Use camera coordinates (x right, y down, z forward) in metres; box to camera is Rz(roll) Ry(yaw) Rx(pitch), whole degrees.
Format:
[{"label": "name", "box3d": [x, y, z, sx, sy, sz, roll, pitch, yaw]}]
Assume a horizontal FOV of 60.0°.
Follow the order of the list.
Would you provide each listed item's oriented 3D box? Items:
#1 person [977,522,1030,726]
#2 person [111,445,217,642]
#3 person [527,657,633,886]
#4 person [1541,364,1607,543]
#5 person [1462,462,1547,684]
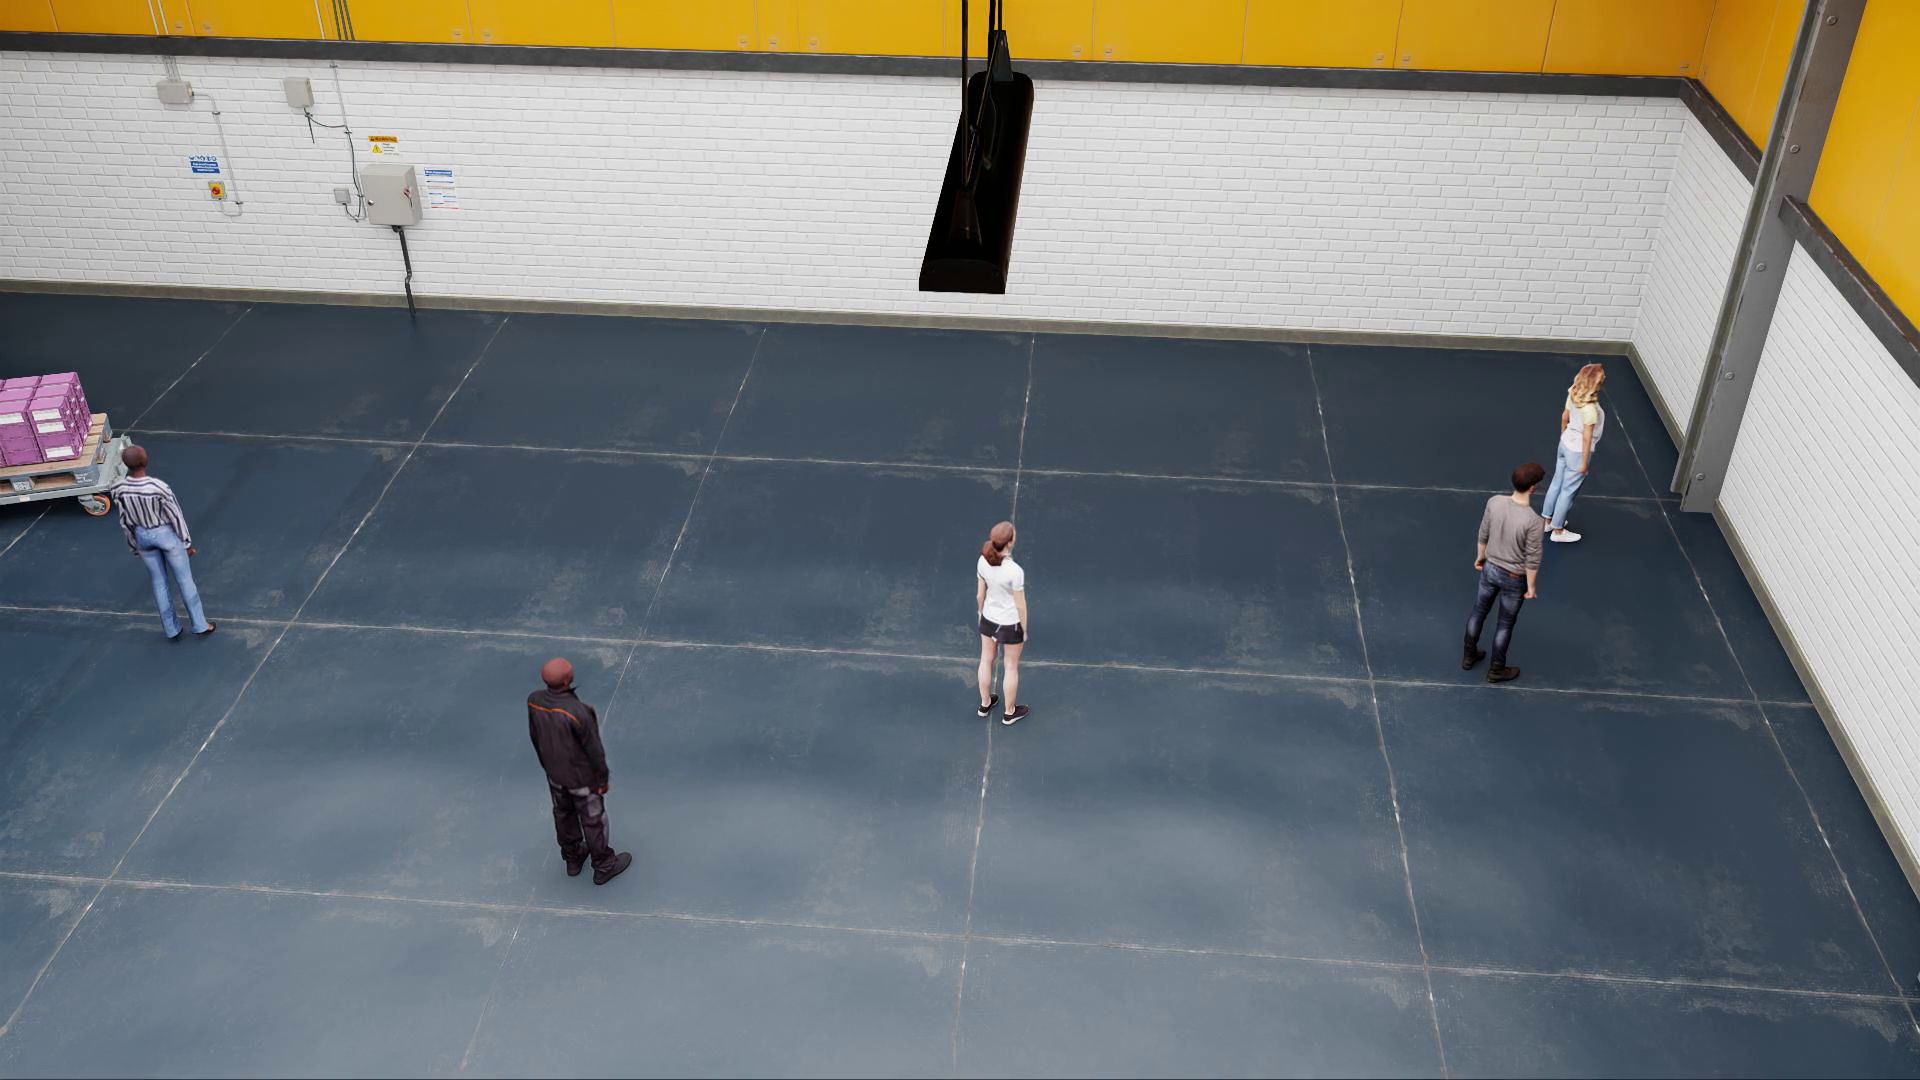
[{"label": "person", "box3d": [0.311, 0.621, 12.494, 0.651, 1.752, 0.682, 19, 38, 26]}, {"label": "person", "box3d": [-6.414, 0.036, 13.337, 0.662, 1.794, 0.587, -2, 34, -2]}, {"label": "person", "box3d": [-2.584, 1.526, 11.066, 0.764, 1.826, 0.713, 14, 36, 20]}, {"label": "person", "box3d": [5.400, -0.776, 14.622, 0.735, 1.723, 0.557, -5, 34, -7]}, {"label": "person", "box3d": [4.229, 0.247, 12.921, 0.834, 1.903, 0.766, -24, 40, -31]}]
